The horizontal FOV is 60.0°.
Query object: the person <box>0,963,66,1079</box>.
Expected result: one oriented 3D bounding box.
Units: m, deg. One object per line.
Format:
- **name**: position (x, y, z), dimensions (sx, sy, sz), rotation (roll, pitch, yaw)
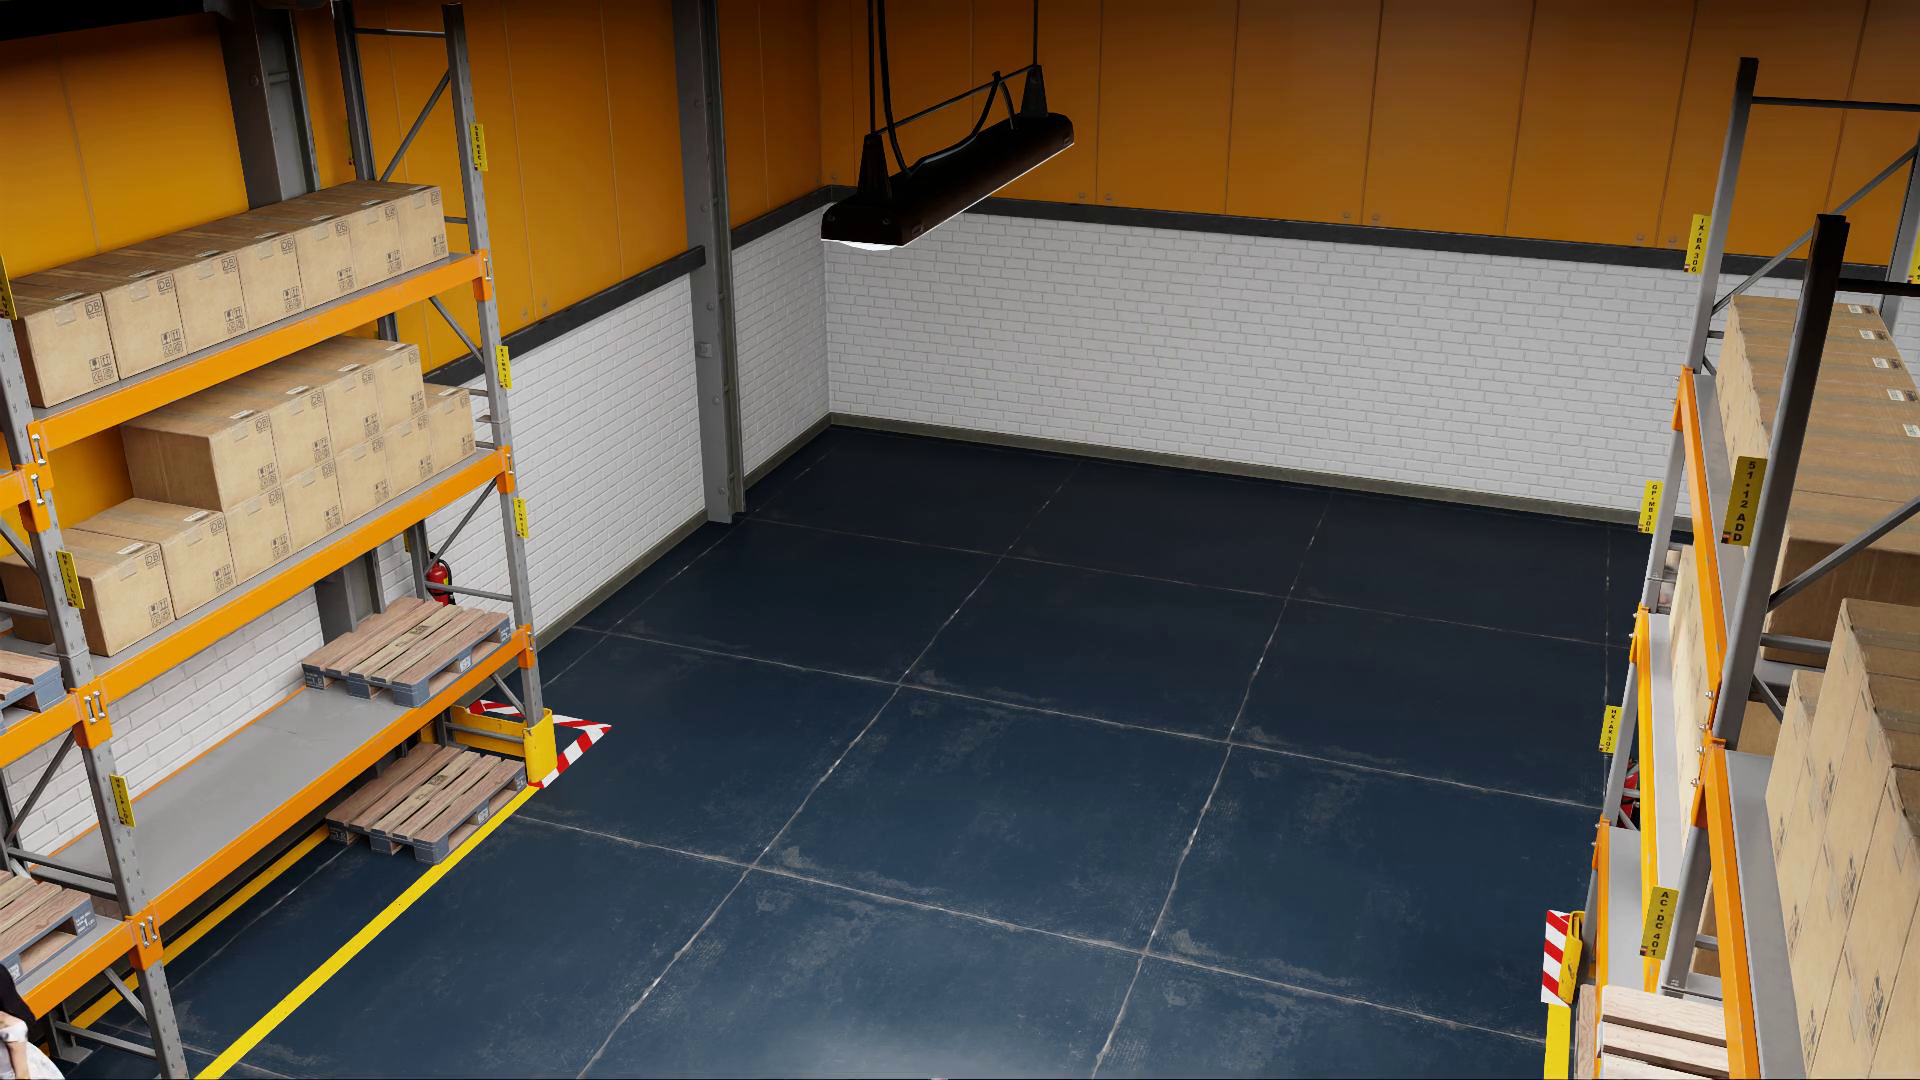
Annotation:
- **person**: position (-4.995, 2.978, 8.898), dimensions (0.799, 1.769, 0.775), rotation (-19, 30, -36)
